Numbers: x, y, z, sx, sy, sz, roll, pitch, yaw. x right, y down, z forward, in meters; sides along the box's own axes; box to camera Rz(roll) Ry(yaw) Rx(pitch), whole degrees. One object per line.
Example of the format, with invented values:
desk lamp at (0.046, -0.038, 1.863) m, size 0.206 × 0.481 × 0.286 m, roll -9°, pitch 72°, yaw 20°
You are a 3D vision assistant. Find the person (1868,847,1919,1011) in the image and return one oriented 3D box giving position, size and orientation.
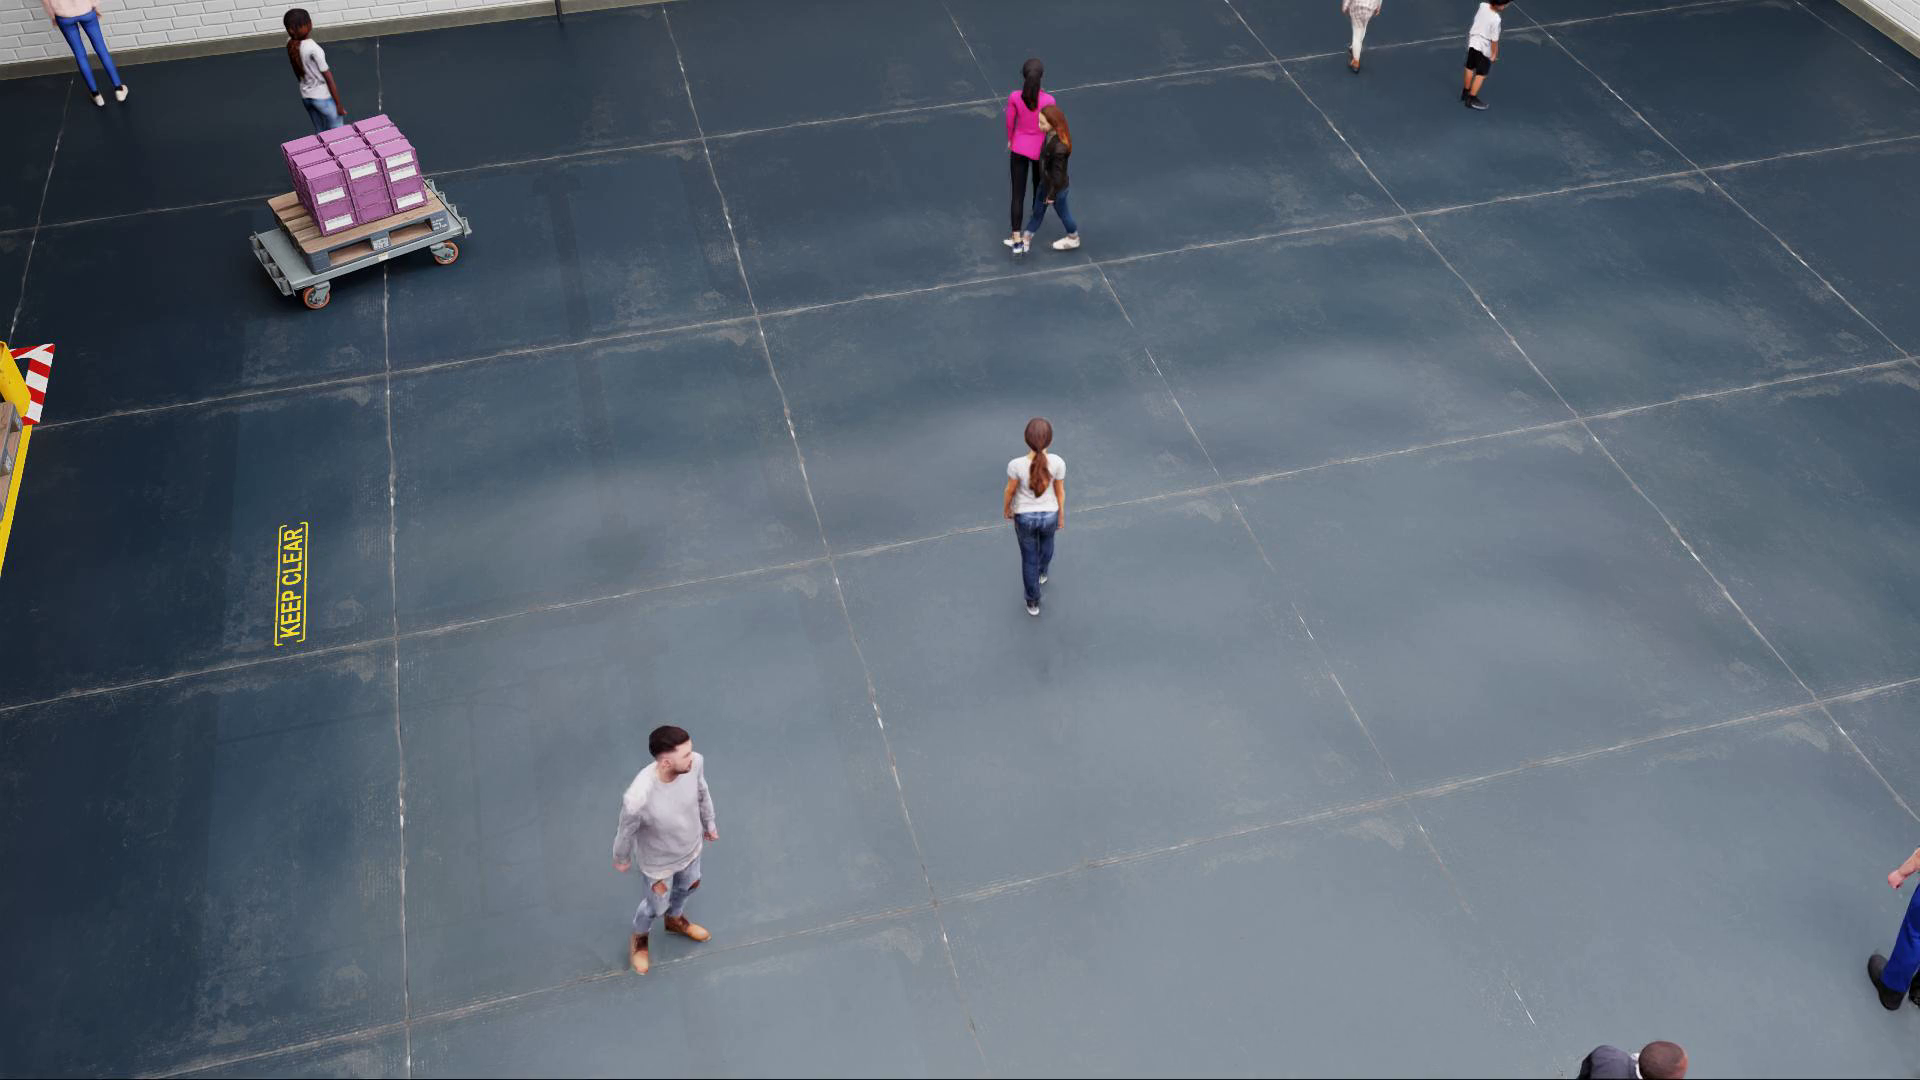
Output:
person at (5.169, 1.906, 8.626) m, size 0.724 × 1.835 × 0.776 m, roll 3°, pitch 44°, yaw 3°

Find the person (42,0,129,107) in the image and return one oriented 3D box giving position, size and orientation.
person at (-8.489, -5.033, 15.957) m, size 0.694 × 1.768 × 0.616 m, roll -19°, pitch 47°, yaw -19°

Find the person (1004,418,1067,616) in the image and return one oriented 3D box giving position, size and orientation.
person at (0.510, -0.119, 10.957) m, size 0.633 × 1.550 × 0.814 m, roll -3°, pitch 44°, yaw -3°

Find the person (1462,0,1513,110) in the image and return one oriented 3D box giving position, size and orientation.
person at (5.054, -4.834, 16.130) m, size 0.675 × 1.241 × 0.495 m, roll -33°, pitch 53°, yaw -30°

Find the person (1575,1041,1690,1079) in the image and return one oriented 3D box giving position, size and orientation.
person at (2.989, 2.821, 7.673) m, size 0.778 × 1.824 × 0.553 m, roll -15°, pitch 46°, yaw -15°

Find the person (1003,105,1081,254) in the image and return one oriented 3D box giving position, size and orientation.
person at (0.874, -3.040, 14.103) m, size 0.675 × 1.440 × 0.837 m, roll -10°, pitch 44°, yaw -10°

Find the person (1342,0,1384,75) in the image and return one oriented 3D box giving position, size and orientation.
person at (4.035, -5.273, 16.550) m, size 0.574 × 1.298 × 0.708 m, roll -7°, pitch 44°, yaw -8°

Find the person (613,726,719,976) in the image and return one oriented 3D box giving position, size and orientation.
person at (-1.625, 1.632, 8.936) m, size 0.886 × 1.802 × 0.855 m, roll -24°, pitch 49°, yaw -23°

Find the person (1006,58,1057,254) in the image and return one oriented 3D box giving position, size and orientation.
person at (0.574, -3.237, 14.151) m, size 0.918 × 1.658 × 1.191 m, roll 8°, pitch 44°, yaw 8°

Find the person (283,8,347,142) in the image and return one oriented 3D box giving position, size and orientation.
person at (-5.701, -3.922, 14.827) m, size 0.646 × 1.719 × 0.713 m, roll 23°, pitch 48°, yaw 22°
